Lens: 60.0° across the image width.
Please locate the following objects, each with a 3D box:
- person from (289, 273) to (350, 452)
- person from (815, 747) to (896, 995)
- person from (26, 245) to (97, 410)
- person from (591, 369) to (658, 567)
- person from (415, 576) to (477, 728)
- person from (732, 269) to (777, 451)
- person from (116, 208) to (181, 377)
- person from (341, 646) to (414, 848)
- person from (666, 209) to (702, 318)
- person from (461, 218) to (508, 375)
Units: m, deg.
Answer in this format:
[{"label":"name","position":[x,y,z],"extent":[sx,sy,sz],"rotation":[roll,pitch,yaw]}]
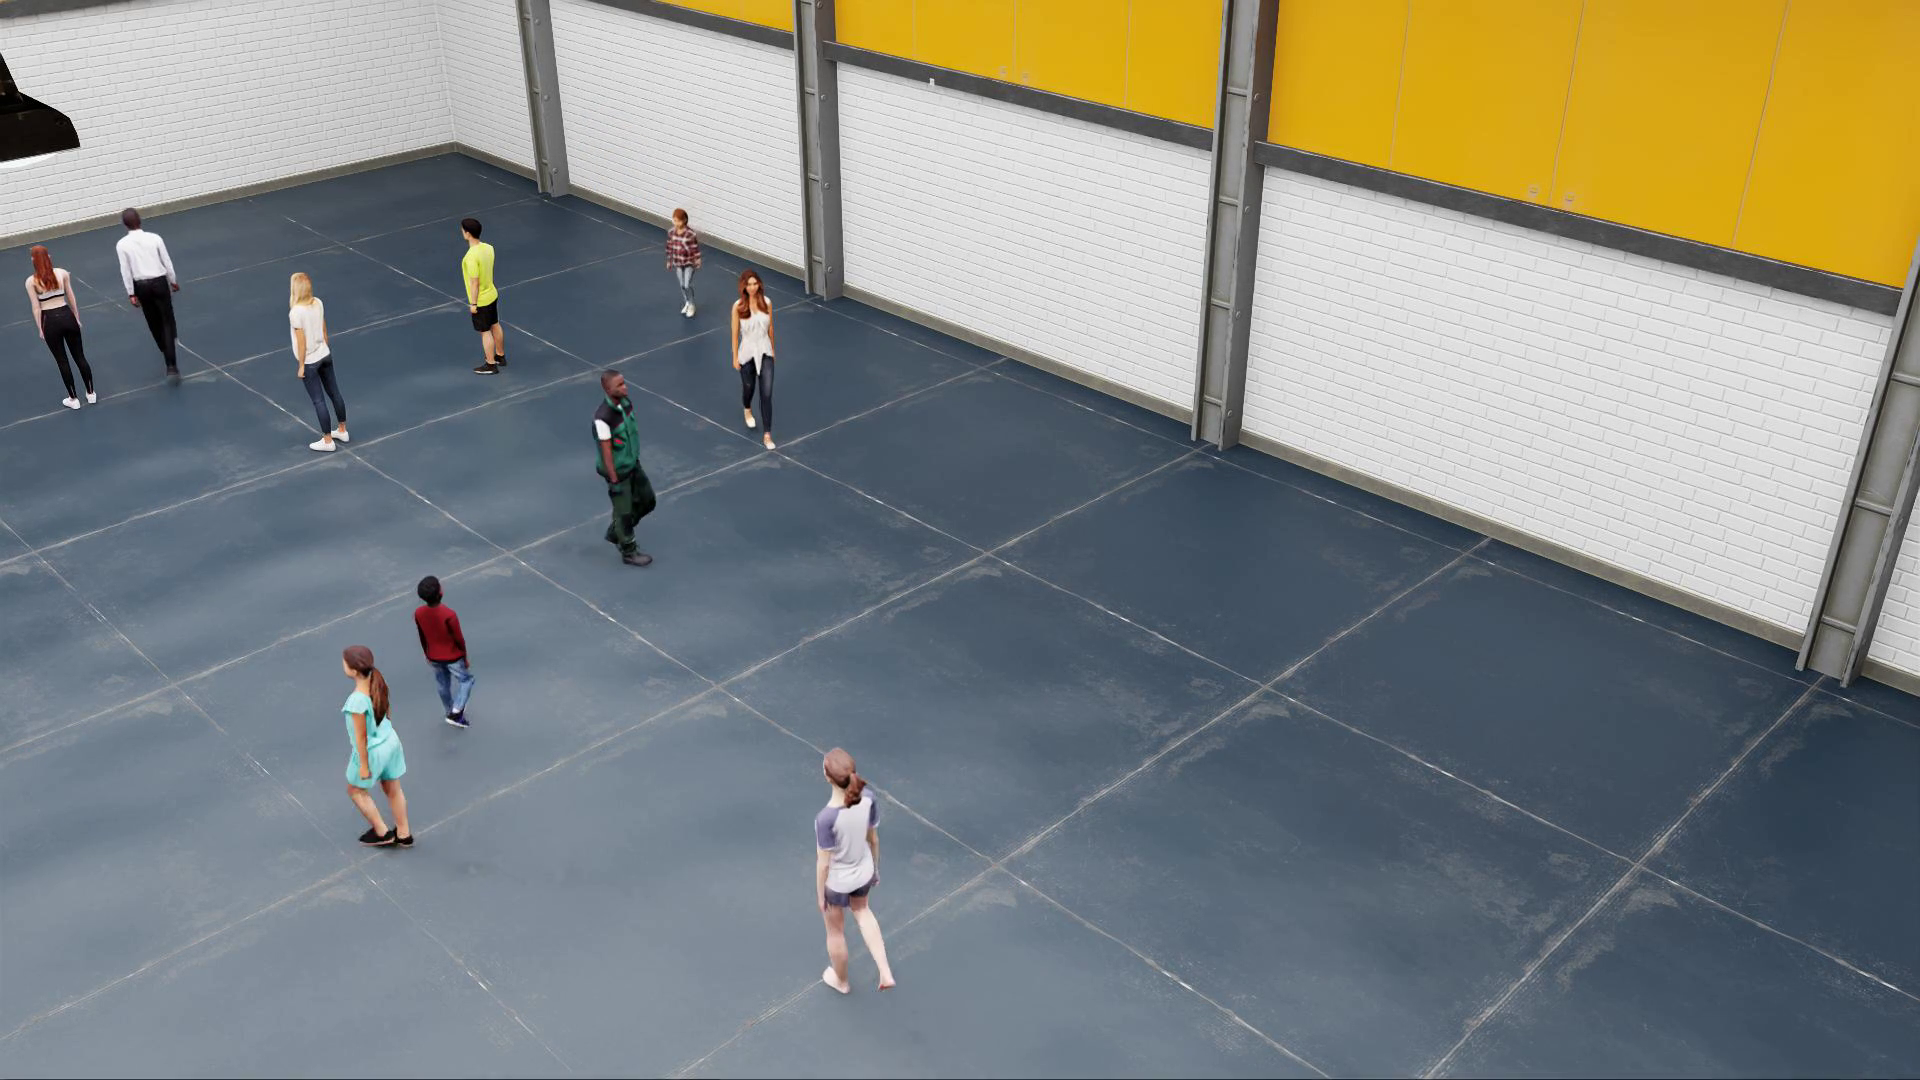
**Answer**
[{"label":"person","position":[-6.293,-1.750,16.258],"extent":[0.646,1.809,0.671],"rotation":[9,30,17]},{"label":"person","position":[-0.599,1.964,9.503],"extent":[0.625,1.757,0.796],"rotation":[-20,35,-33]},{"label":"person","position":[-9.285,-2.208,17.168],"extent":[0.520,1.741,0.584],"rotation":[24,37,37]},{"label":"person","position":[-2.964,-0.621,14.165],"extent":[0.892,1.832,0.857],"rotation":[7,29,12]},{"label":"person","position":[-3.761,0.846,12.084],"extent":[0.642,1.249,0.699],"rotation":[7,29,12]},{"label":"person","position":[-2.055,-1.829,16.466],"extent":[0.909,1.749,1.188],"rotation":[-10,30,-18]},{"label":"person","position":[-8.660,-2.611,17.858],"extent":[1.032,1.788,1.361],"rotation":[-10,30,-18]},{"label":"person","position":[-3.737,1.370,10.806],"extent":[0.712,1.553,0.661],"rotation":[8,30,15]},{"label":"person","position":[-3.240,-3.318,19.674],"extent":[0.625,1.290,0.696],"rotation":[9,30,16]},{"label":"person","position":[-5.170,-2.657,18.026],"extent":[0.711,1.708,0.704],"rotation":[6,29,11]}]
